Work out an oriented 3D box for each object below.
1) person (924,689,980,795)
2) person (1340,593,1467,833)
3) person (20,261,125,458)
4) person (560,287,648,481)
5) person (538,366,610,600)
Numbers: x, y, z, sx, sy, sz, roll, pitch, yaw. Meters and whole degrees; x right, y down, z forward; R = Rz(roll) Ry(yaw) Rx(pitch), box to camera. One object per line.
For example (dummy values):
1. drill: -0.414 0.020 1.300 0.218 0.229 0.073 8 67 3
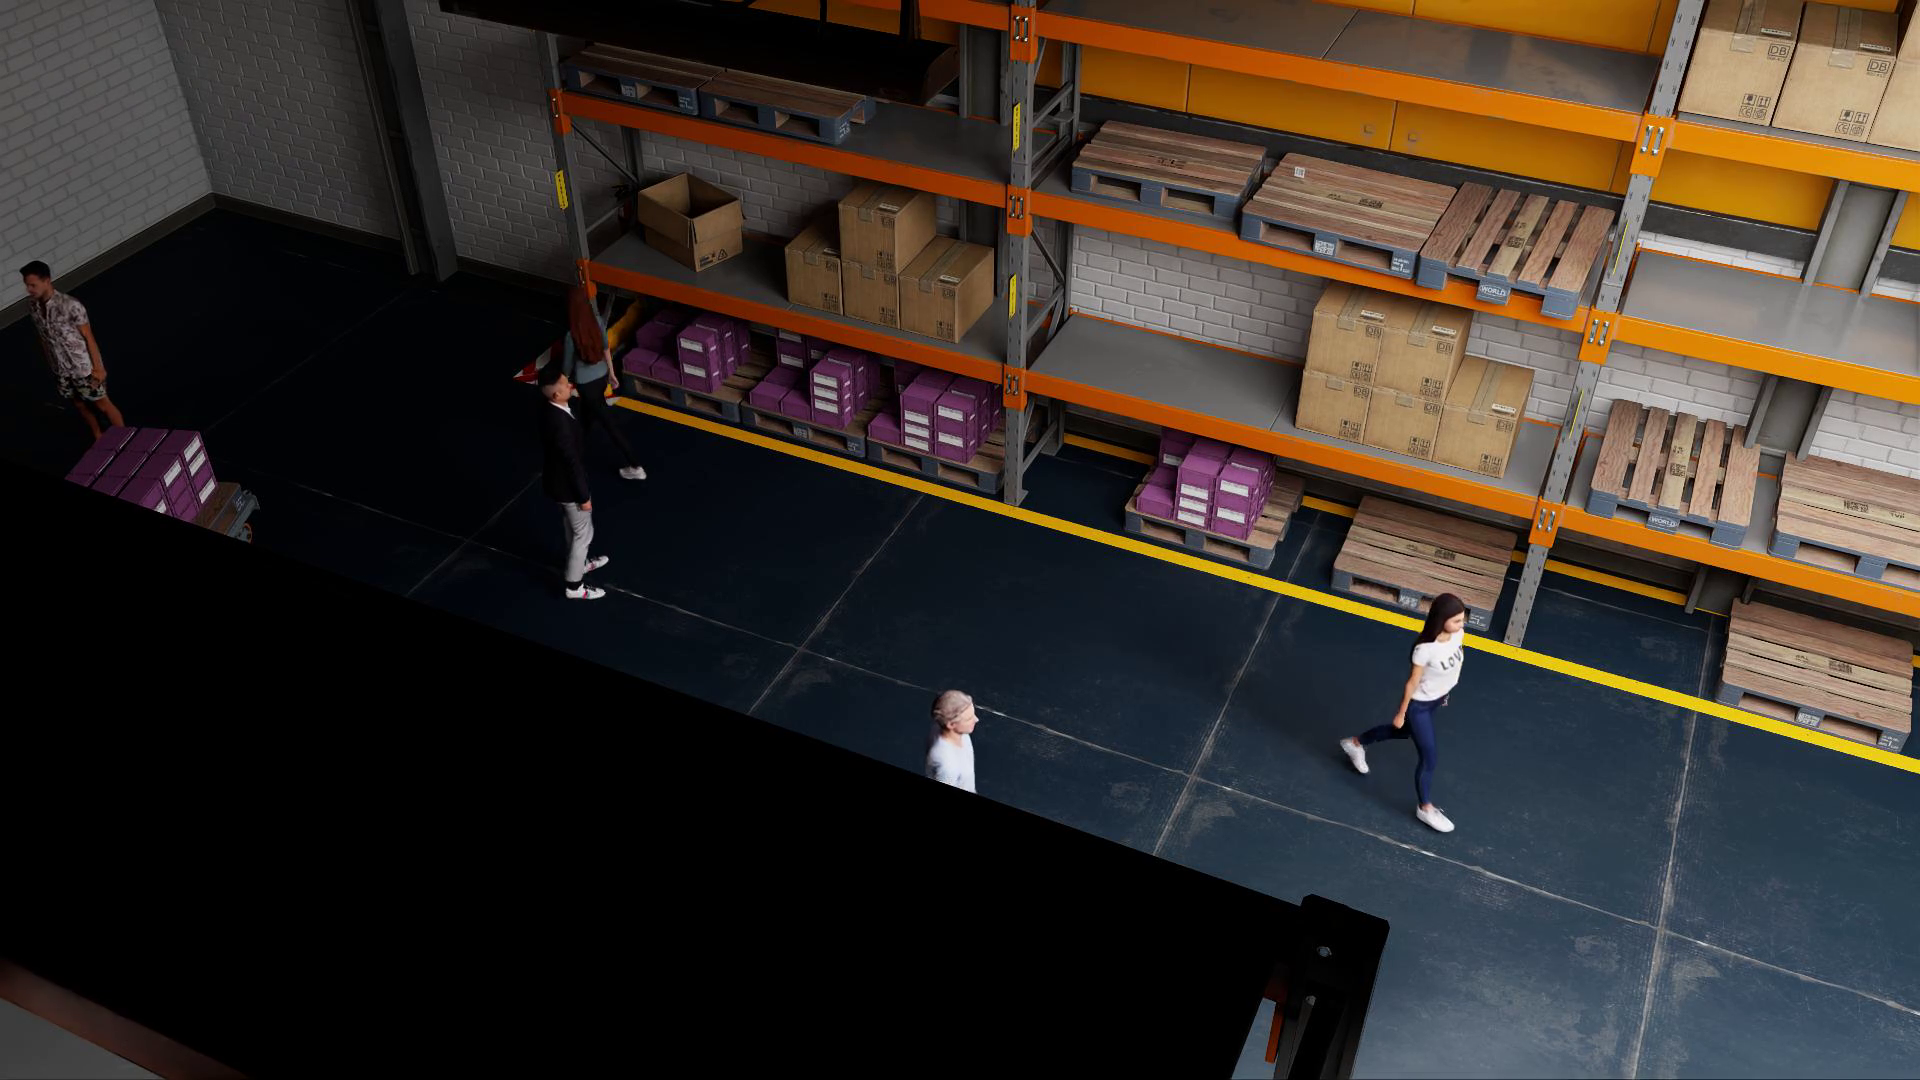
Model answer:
1. person: -0.135 1.584 9.630 0.765 1.885 0.774 3 39 4
2. person: 2.830 0.995 10.487 1.219 1.737 0.865 31 48 33
3. person: -7.189 -1.476 13.520 0.563 1.812 0.765 10 40 12
4. person: -2.864 -1.183 13.250 1.184 1.692 0.699 22 44 25
5. person: -2.879 -0.456 12.131 0.926 1.952 0.847 -19 42 -22
